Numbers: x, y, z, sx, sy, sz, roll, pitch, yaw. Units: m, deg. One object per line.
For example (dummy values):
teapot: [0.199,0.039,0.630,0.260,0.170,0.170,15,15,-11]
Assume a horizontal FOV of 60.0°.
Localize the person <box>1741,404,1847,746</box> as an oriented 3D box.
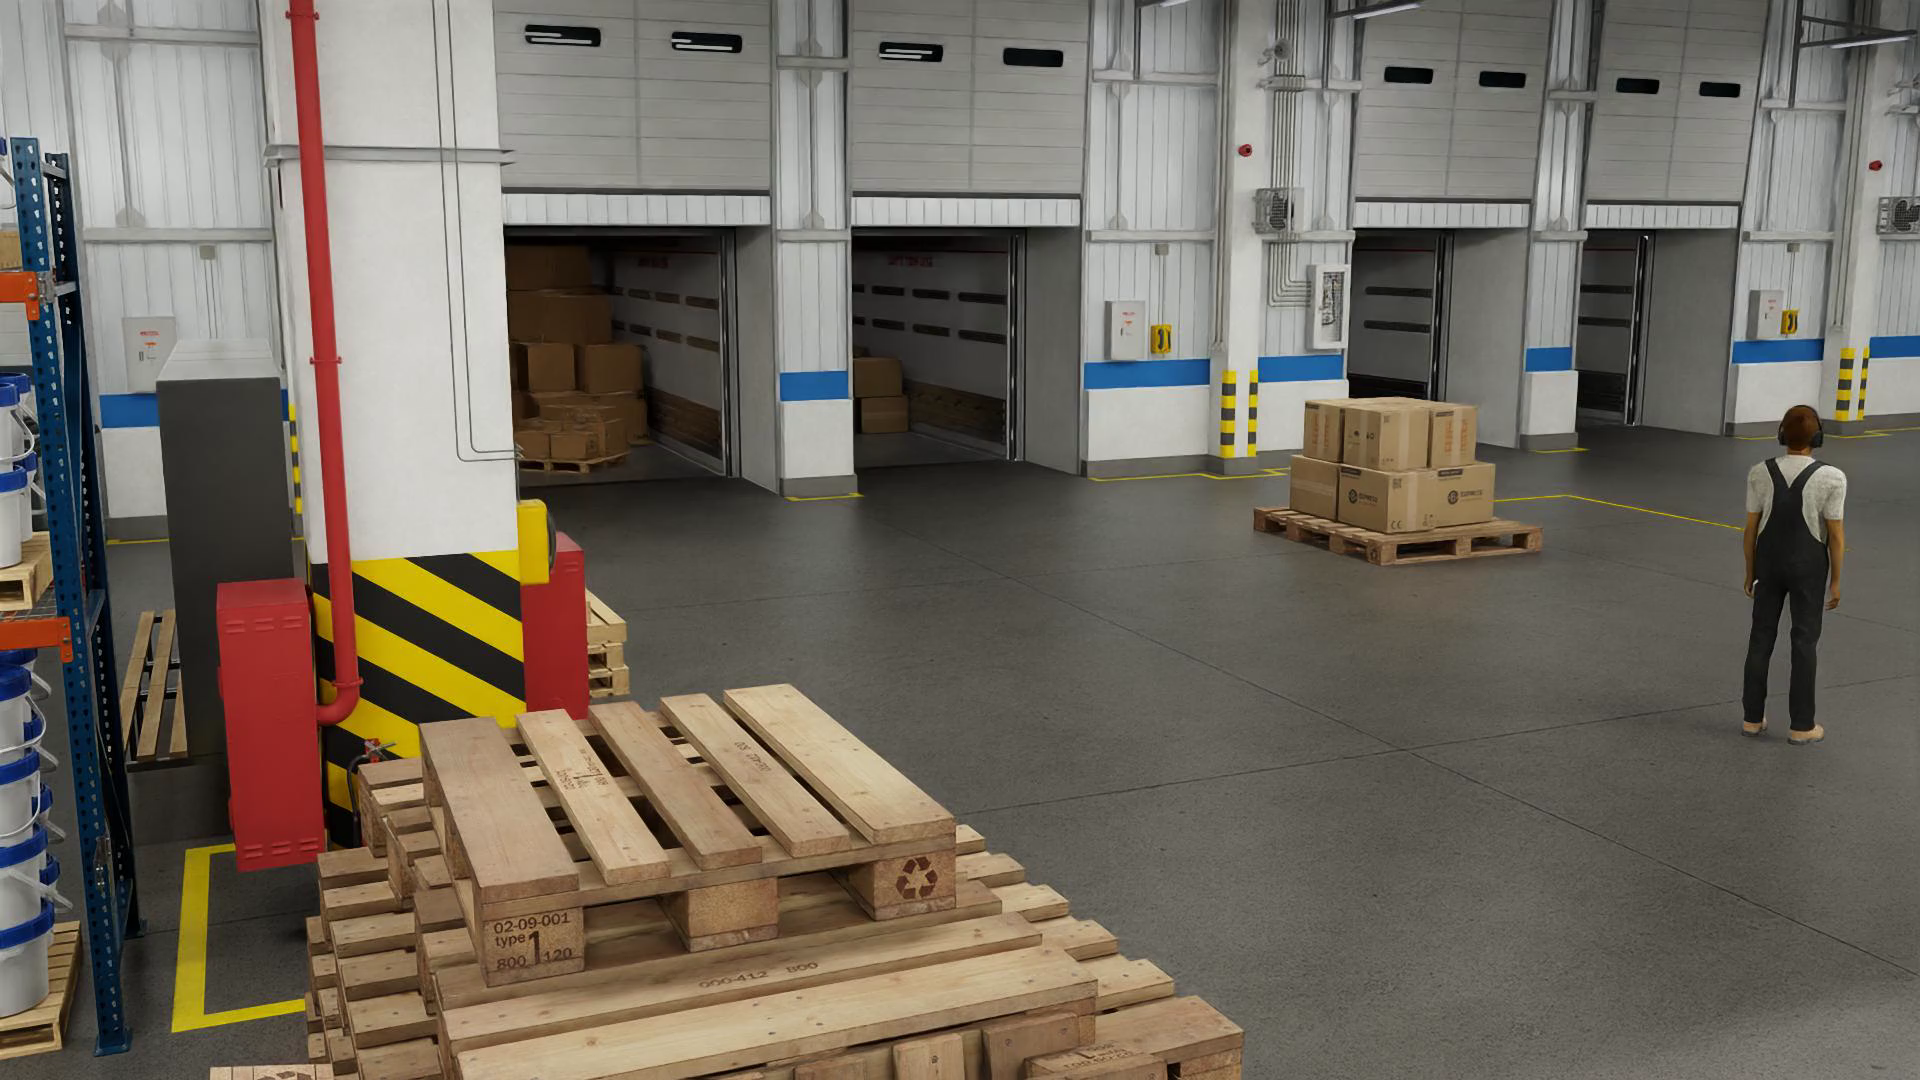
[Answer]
person: [4.498,0.188,9.002,0.508,1.847,0.345,9,14,42]
